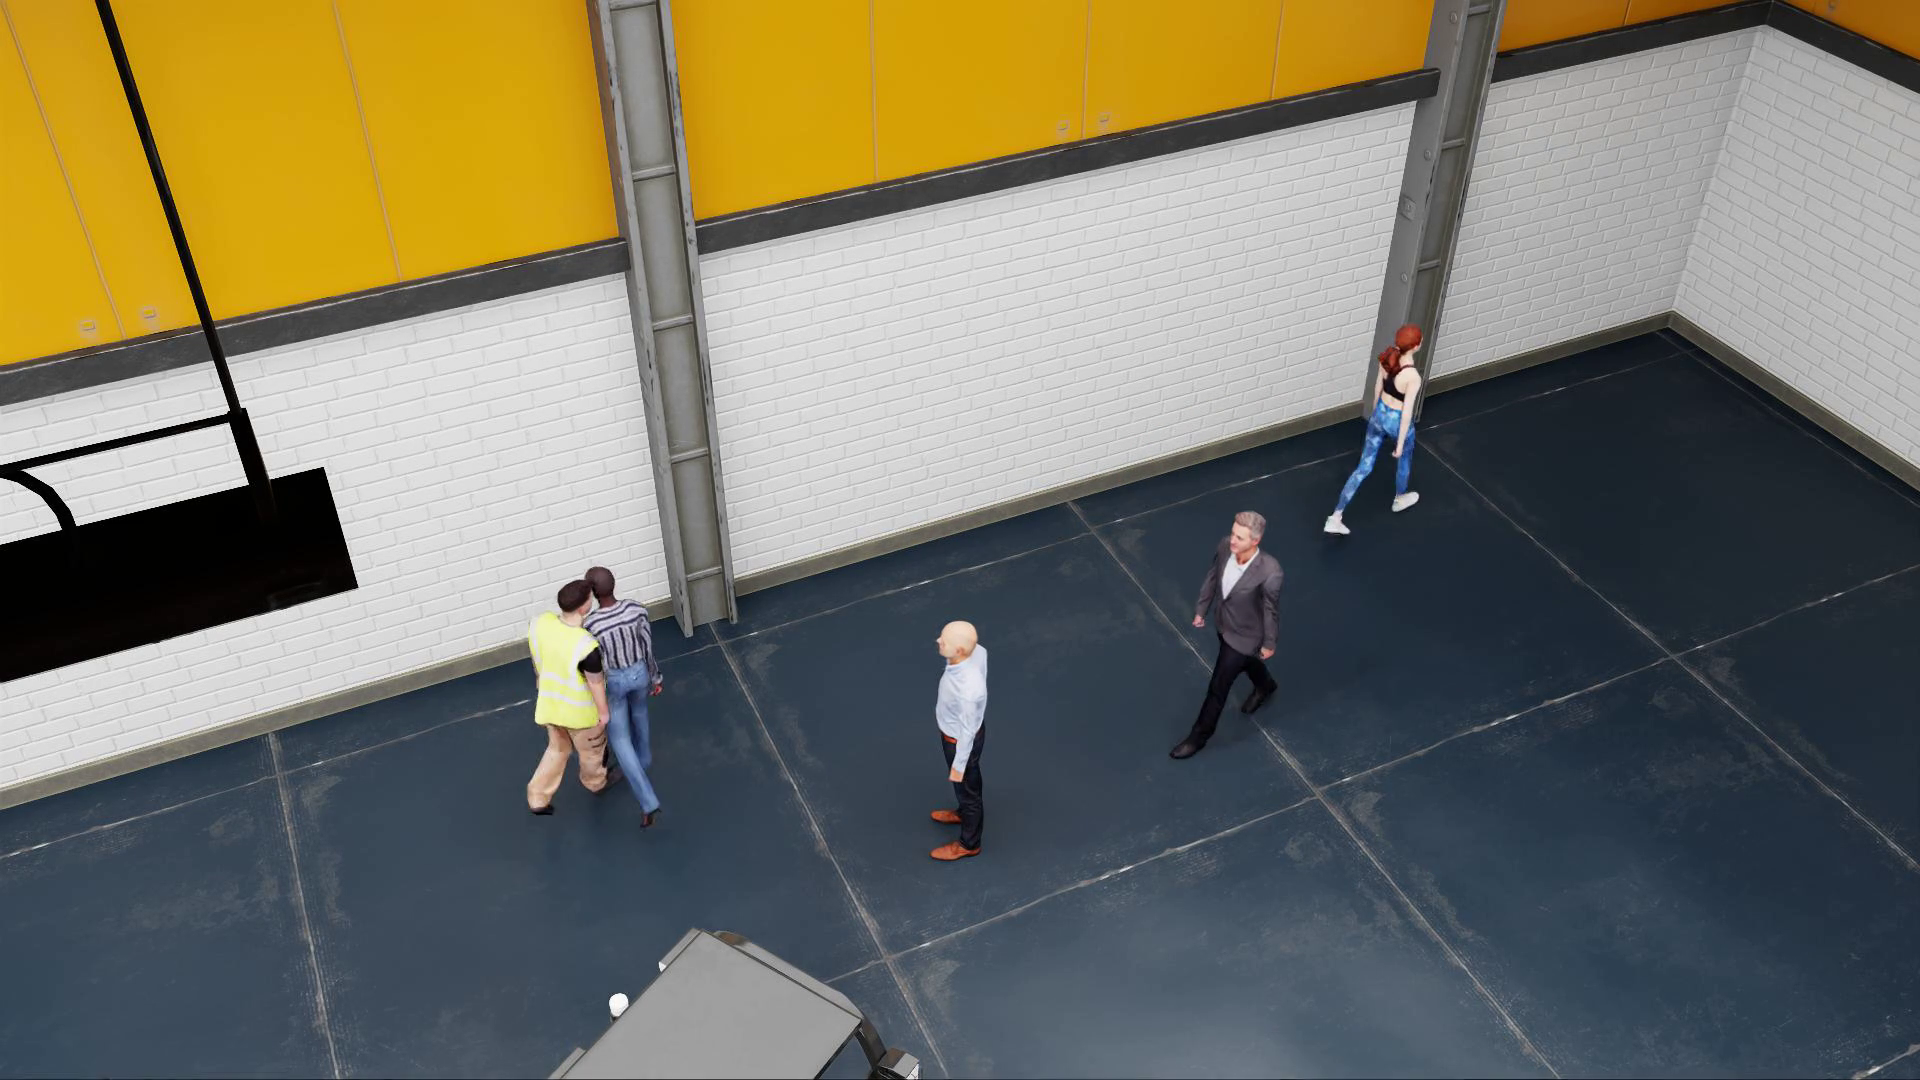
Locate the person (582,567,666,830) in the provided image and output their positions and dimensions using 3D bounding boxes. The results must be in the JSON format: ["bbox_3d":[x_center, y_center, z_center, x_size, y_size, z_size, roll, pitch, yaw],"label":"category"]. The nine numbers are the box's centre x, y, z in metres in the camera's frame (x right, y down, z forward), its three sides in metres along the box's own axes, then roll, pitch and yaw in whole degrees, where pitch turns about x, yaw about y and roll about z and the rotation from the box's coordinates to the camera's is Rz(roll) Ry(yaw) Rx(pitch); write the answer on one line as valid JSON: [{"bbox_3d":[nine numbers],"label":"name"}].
[{"bbox_3d":[-2.025,0.951,10.056,1.006,1.765,0.827,-24,44,-27],"label":"person"}]

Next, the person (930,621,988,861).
[{"bbox_3d":[0.012,1.165,9.767,0.718,1.791,0.726,0,39,0],"label":"person"}]

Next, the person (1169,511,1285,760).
[{"bbox_3d":[1.823,0.529,10.559,1.232,1.797,0.834,-21,43,-24],"label":"person"}]

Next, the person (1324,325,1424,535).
[{"bbox_3d":[3.087,-0.769,12.229,1.261,1.741,0.719,-24,44,-27],"label":"person"}]

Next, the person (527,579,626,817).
[{"bbox_3d":[-2.344,1.005,9.950,1.045,1.814,1.155,18,42,21],"label":"person"}]
